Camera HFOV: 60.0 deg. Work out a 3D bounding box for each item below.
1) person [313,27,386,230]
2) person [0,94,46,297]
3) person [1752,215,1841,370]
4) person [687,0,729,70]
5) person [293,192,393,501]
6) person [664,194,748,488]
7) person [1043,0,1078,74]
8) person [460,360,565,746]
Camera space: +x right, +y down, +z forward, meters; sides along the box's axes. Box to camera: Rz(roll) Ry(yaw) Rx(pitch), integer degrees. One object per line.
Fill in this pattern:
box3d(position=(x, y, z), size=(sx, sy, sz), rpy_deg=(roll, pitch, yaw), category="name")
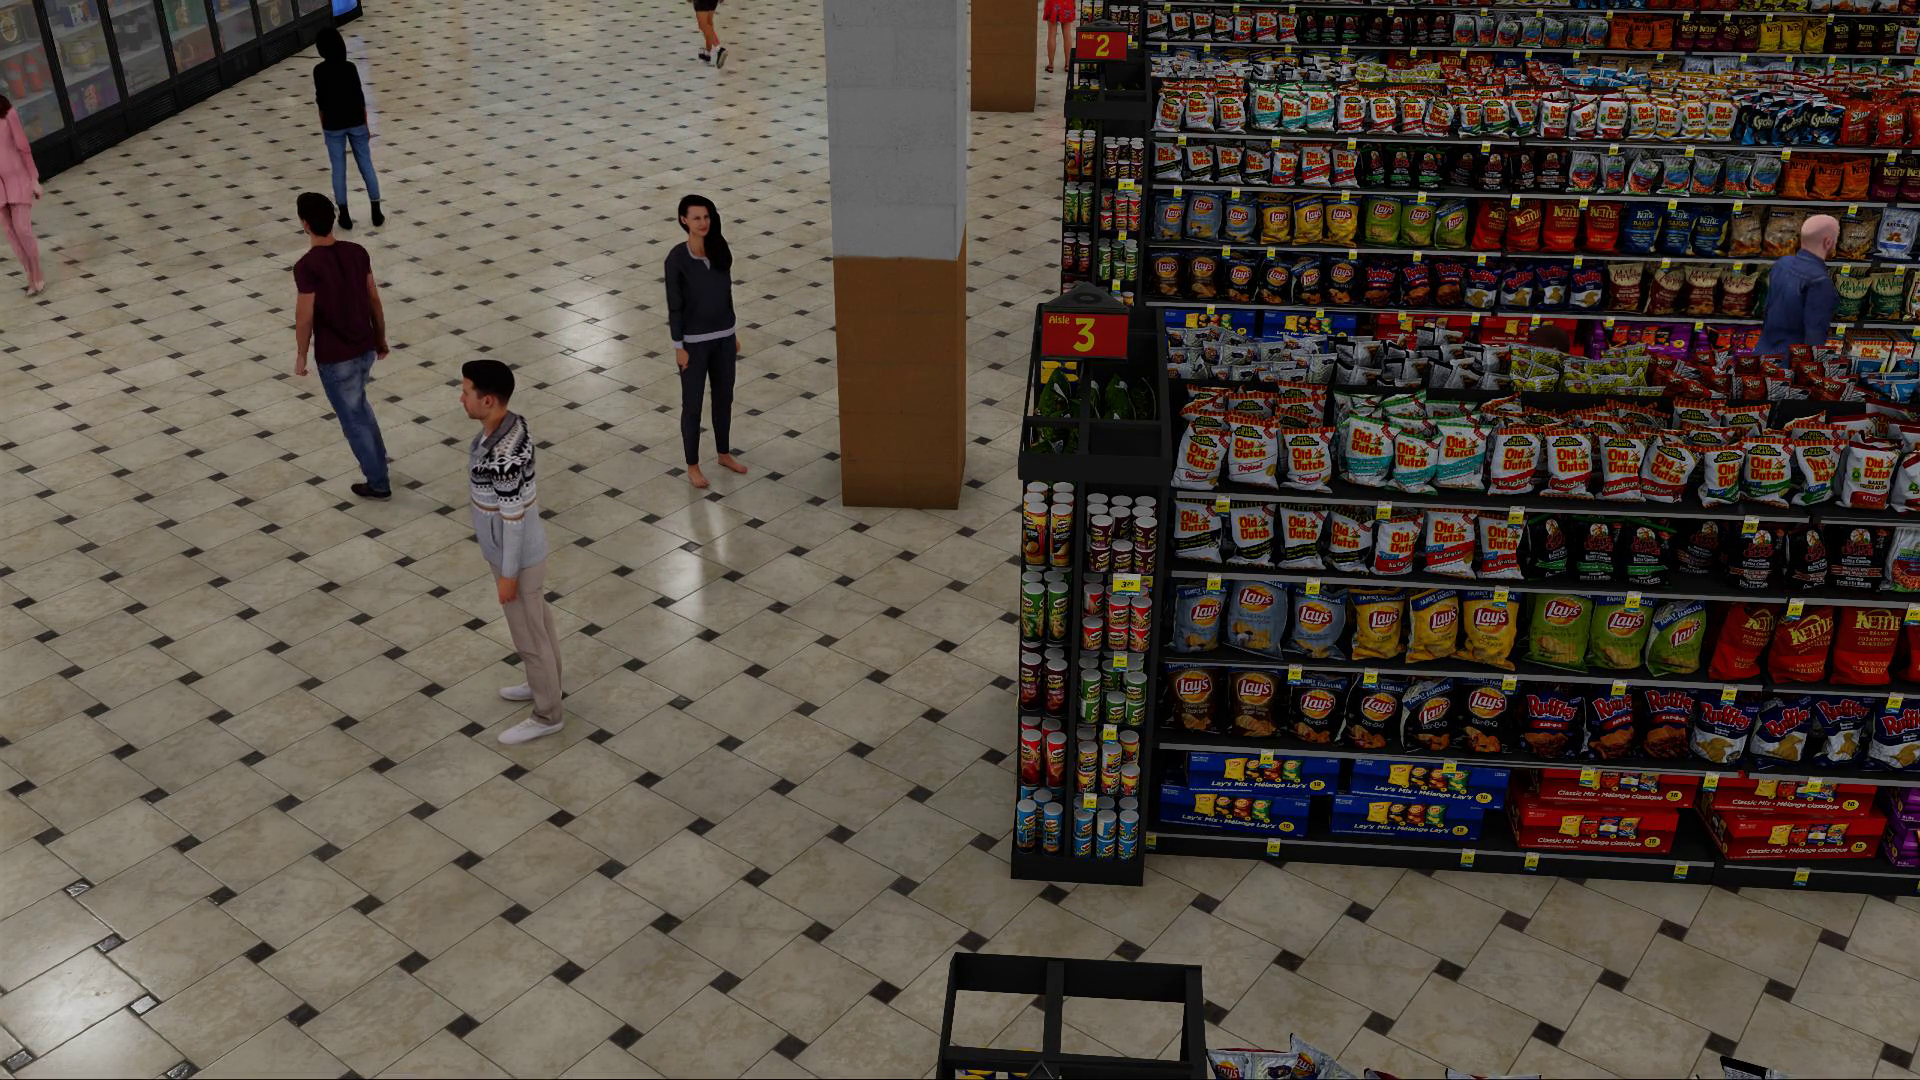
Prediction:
box3d(position=(-5.286, -3.535, 14.310), size=(0.624, 1.695, 0.709), rpy_deg=(-13, 31, -22), category="person")
box3d(position=(-7.307, -2.762, 12.804), size=(0.644, 1.782, 0.785), rpy_deg=(-4, 29, -8), category="person")
box3d(position=(4.645, -0.937, 9.424), size=(0.826, 1.817, 0.826), rpy_deg=(-3, 29, -6), category="person")
box3d(position=(-2.947, -6.421, 19.538), size=(1.085, 1.751, 1.094), rpy_deg=(-17, 33, -29), category="person")
box3d(position=(-3.517, -1.086, 9.679), size=(0.793, 1.835, 0.781), rpy_deg=(12, 31, 21), category="person")
box3d(position=(-1.534, -1.203, 9.963), size=(0.683, 1.768, 0.730), rpy_deg=(-24, 37, -37), category="person")
box3d(position=(1.168, -6.296, 19.473), size=(0.544, 1.593, 0.674), rpy_deg=(-4, 29, -6), category="person")
box3d(position=(-2.025, 0.036, 7.596), size=(0.681, 1.861, 0.744), rpy_deg=(-6, 29, -10), category="person")
